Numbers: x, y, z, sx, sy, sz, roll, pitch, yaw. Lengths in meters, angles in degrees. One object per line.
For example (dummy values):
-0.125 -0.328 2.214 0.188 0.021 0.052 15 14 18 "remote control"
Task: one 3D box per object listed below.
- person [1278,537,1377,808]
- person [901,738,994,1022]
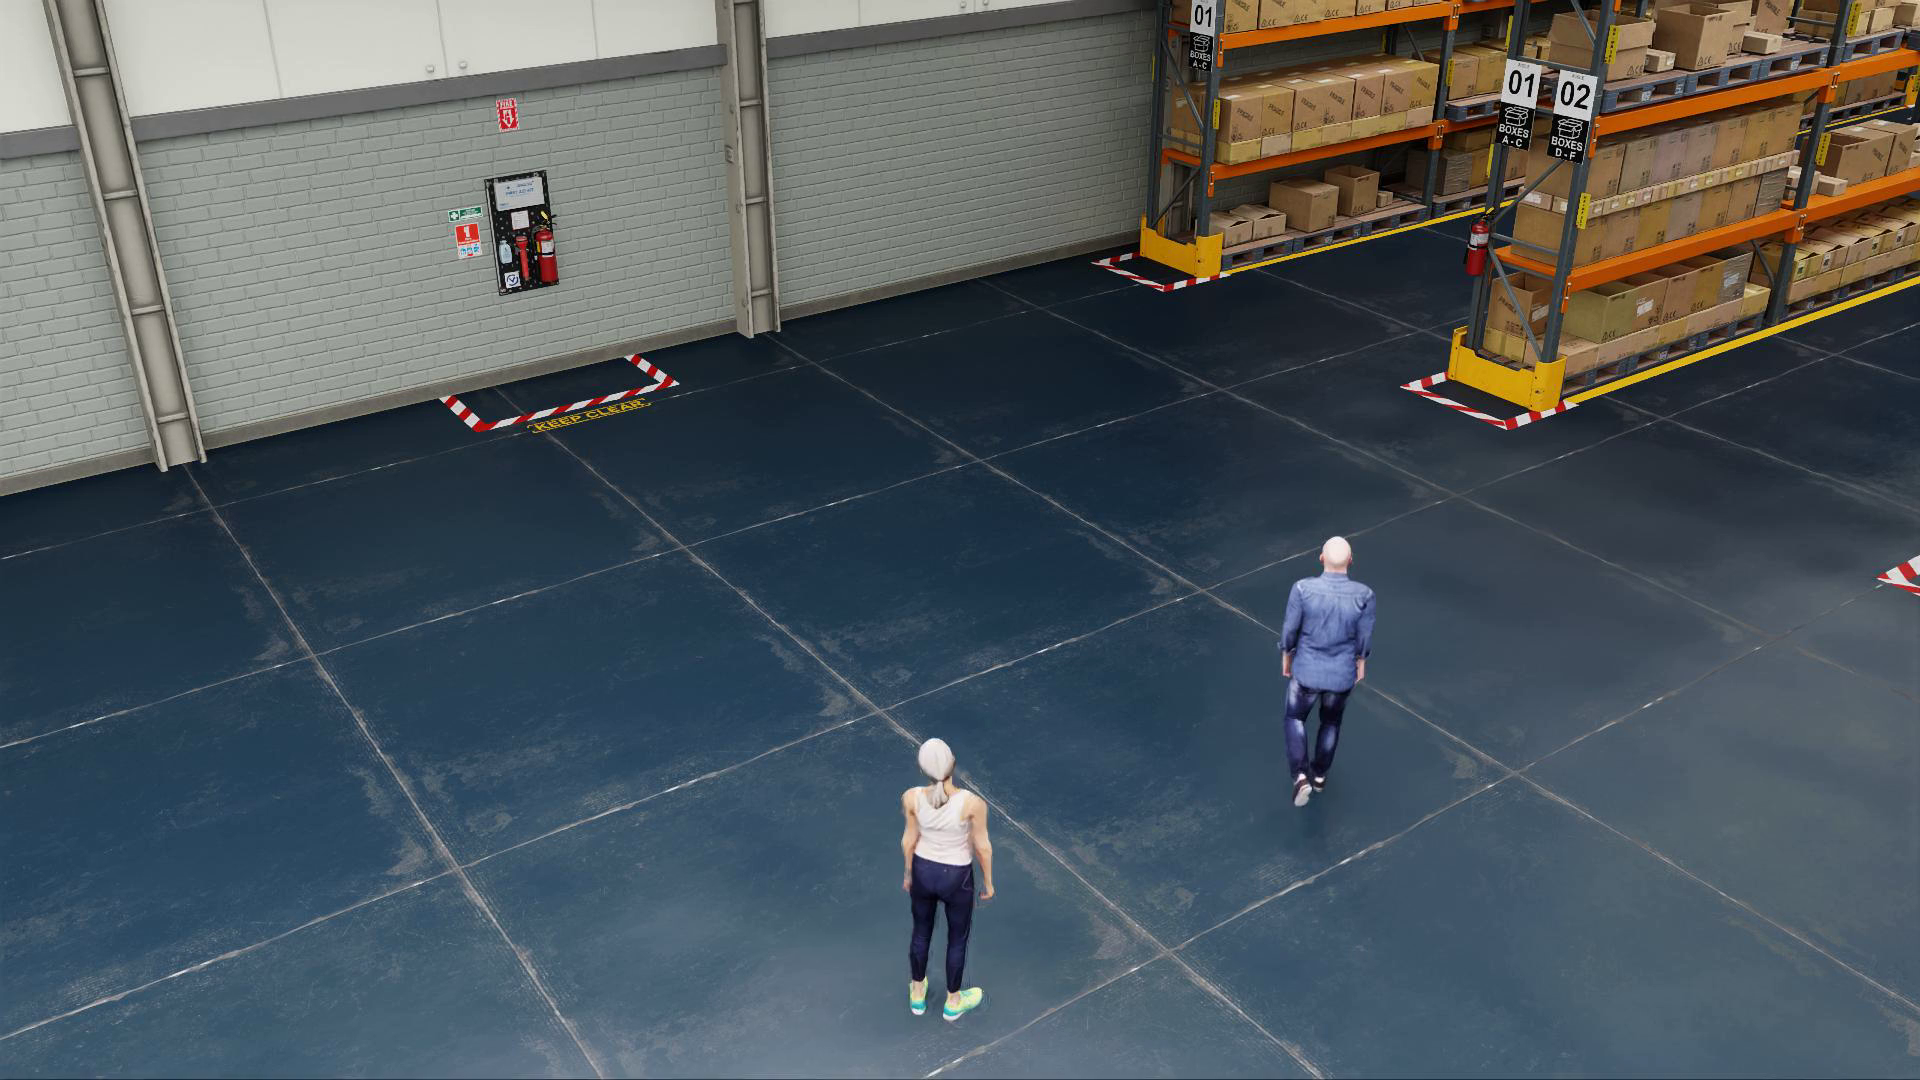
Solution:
2.227 0.851 10.172 1.044 1.805 1.096 4 27 7 "person"
-0.081 1.754 8.533 0.700 1.699 0.729 12 30 22 "person"
